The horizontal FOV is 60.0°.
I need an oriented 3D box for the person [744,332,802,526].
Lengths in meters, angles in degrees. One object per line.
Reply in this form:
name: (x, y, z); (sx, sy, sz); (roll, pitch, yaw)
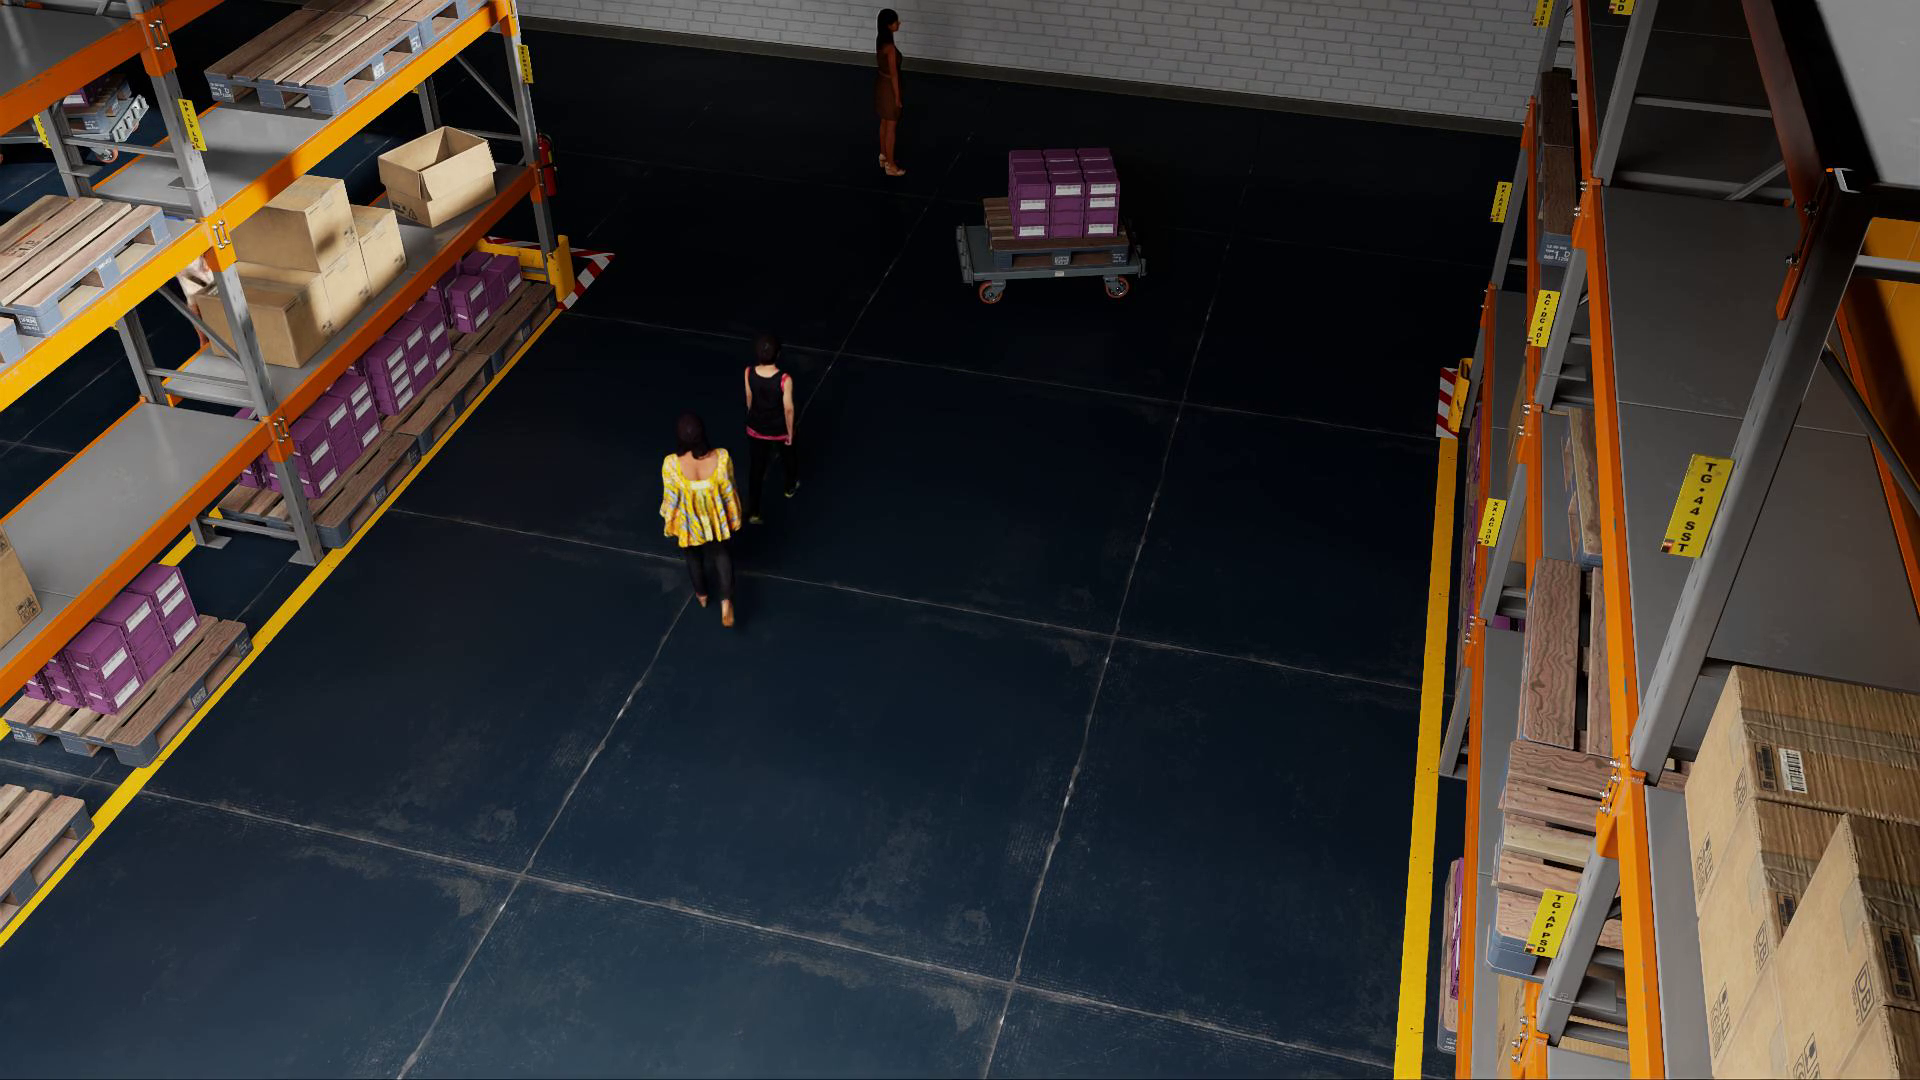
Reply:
person: (-1.418, -0.796, 12.148); (0.586, 1.524, 1.005); (7, 39, 8)

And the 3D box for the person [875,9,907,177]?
person: (-0.705, -4.483, 16.633); (0.706, 1.689, 0.606); (-11, 40, -14)

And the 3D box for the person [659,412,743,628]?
person: (-1.719, -0.095, 11.181); (0.945, 1.636, 1.057); (-10, 40, -12)
